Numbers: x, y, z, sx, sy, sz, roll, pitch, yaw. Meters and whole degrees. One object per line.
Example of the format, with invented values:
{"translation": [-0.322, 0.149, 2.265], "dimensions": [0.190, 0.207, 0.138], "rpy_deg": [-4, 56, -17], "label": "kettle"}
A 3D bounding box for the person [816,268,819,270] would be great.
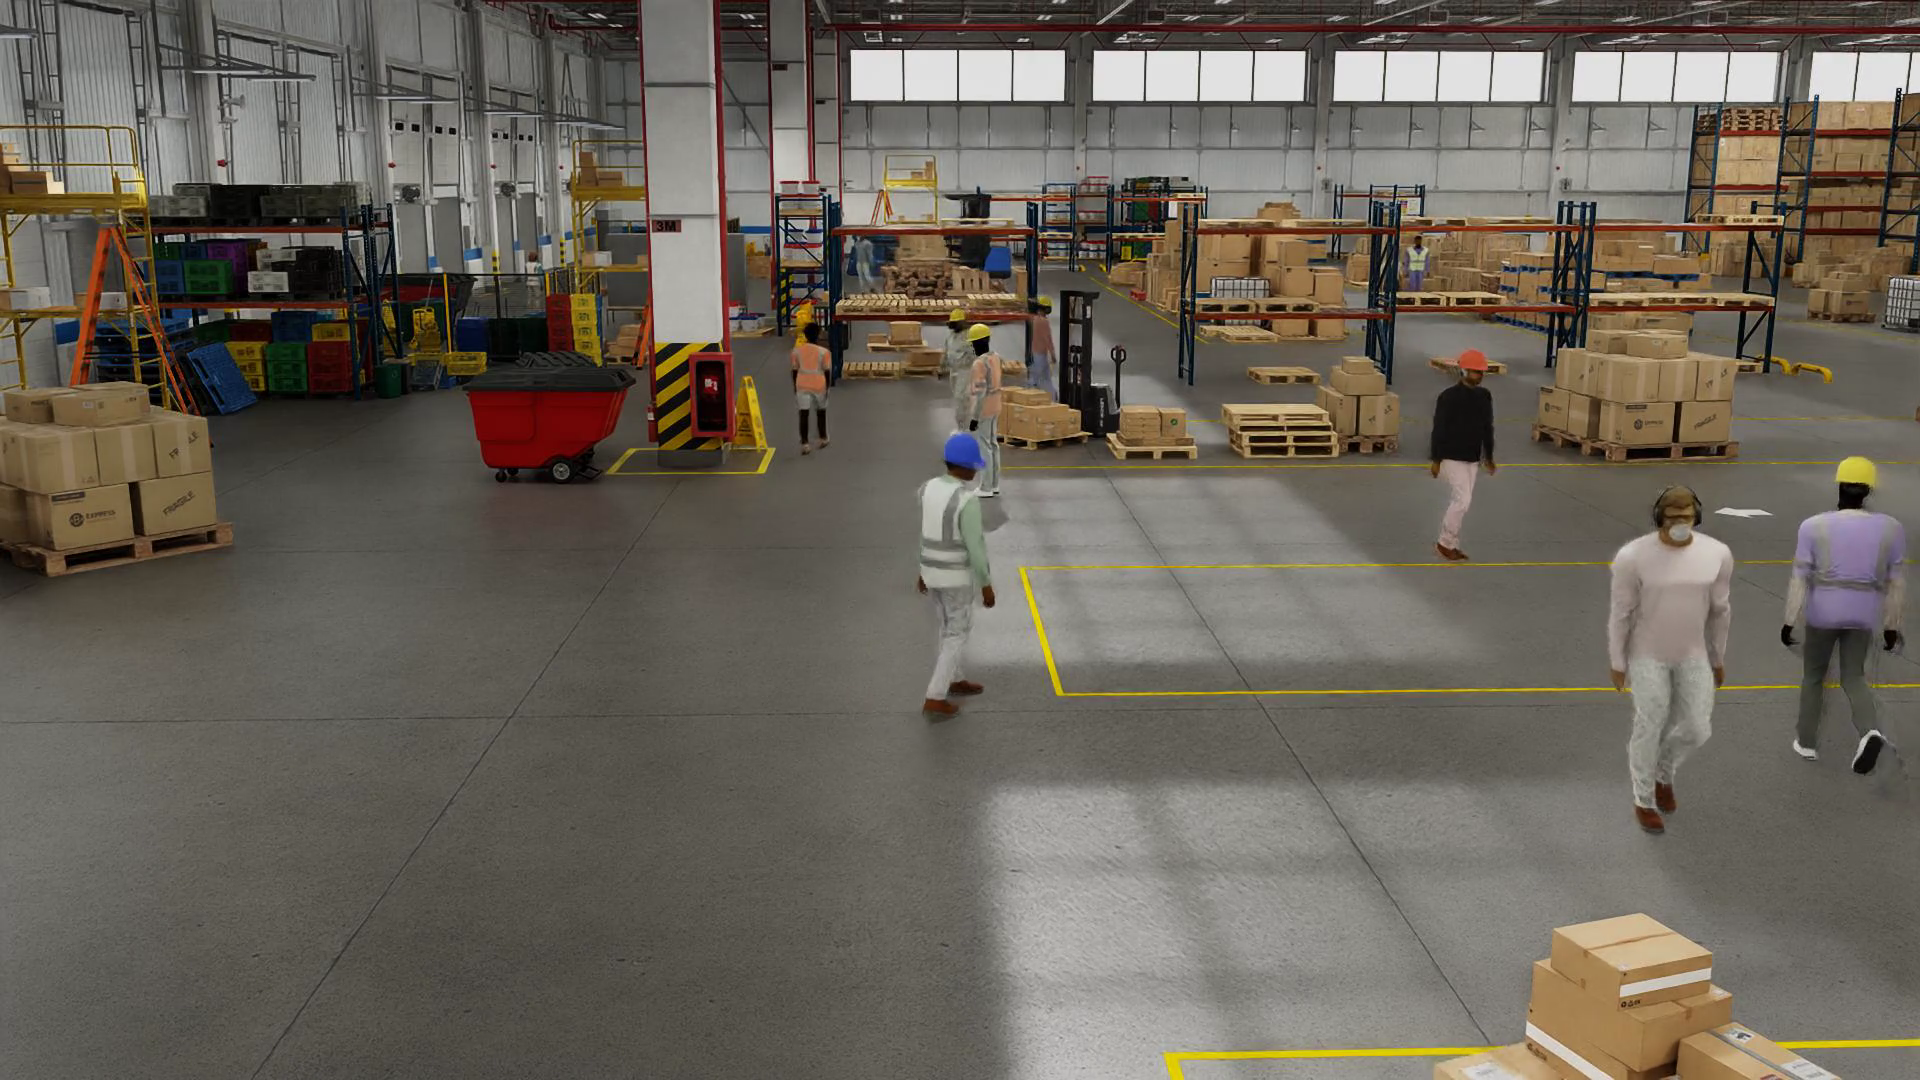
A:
{"translation": [-4.057, -7.305, 44.896], "dimensions": [0.436, 1.925, 0.645], "rpy_deg": [6, 14, 25], "label": "person"}

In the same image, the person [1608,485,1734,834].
{"translation": [3.827, 0.647, 8.985], "dimensions": [0.647, 1.916, 0.439], "rpy_deg": [1, 13, 2], "label": "person"}

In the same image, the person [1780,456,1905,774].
{"translation": [5.273, 0.458, 9.902], "dimensions": [0.624, 1.898, 0.691], "rpy_deg": [2, 13, 11], "label": "person"}

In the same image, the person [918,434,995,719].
{"translation": [-0.039, 0.227, 10.968], "dimensions": [0.673, 1.894, 0.655], "rpy_deg": [-8, 15, -32], "label": "person"}

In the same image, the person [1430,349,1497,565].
{"translation": [4.610, -0.753, 15.170], "dimensions": [0.613, 1.975, 0.522], "rpy_deg": [-8, 15, -32], "label": "person"}

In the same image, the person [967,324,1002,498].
{"translation": [0.254, -1.395, 18.331], "dimensions": [0.381, 1.866, 0.585], "rpy_deg": [5, 13, 21], "label": "person"}

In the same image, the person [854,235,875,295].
{"translation": [-2.741, -8.005, 48.097], "dimensions": [0.639, 1.909, 0.572], "rpy_deg": [9, 15, 35], "label": "person"}

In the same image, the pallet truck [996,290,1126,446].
{"translation": [1.257, -2.299, 22.111], "dimensions": [1.885, 1.965, 0.823], "rpy_deg": [-9, 15, -35], "label": "pallet truck"}

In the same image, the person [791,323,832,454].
{"translation": [-1.889, -1.945, 21.285], "dimensions": [0.543, 1.644, 0.869], "rpy_deg": [2, 13, 7], "label": "person"}

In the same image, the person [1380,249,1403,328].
{"translation": [9.898, -5.777, 38.206], "dimensions": [0.527, 1.832, 0.397], "rpy_deg": [2, 13, 9], "label": "person"}

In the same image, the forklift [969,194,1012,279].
{"translation": [0.679, -10.025, 54.985], "dimensions": [1.873, 2.768, 1.129], "rpy_deg": [-7, 14, -28], "label": "forklift"}

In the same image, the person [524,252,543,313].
{"translation": [-10.393, -6.203, 40.573], "dimensions": [0.516, 1.631, 0.312], "rpy_deg": [6, 14, 24], "label": "person"}

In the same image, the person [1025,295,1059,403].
{"translation": [1.314, -2.813, 25.046], "dimensions": [0.891, 1.717, 0.554], "rpy_deg": [-3, 13, -12], "label": "person"}

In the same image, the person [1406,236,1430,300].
{"translation": [12.124, -7.095, 44.006], "dimensions": [0.599, 1.887, 0.769], "rpy_deg": [0, 12, 1], "label": "person"}

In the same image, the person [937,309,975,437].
{"translation": [-0.081, -2.265, 22.604], "dimensions": [0.498, 1.722, 0.669], "rpy_deg": [11, 17, 41], "label": "person"}
